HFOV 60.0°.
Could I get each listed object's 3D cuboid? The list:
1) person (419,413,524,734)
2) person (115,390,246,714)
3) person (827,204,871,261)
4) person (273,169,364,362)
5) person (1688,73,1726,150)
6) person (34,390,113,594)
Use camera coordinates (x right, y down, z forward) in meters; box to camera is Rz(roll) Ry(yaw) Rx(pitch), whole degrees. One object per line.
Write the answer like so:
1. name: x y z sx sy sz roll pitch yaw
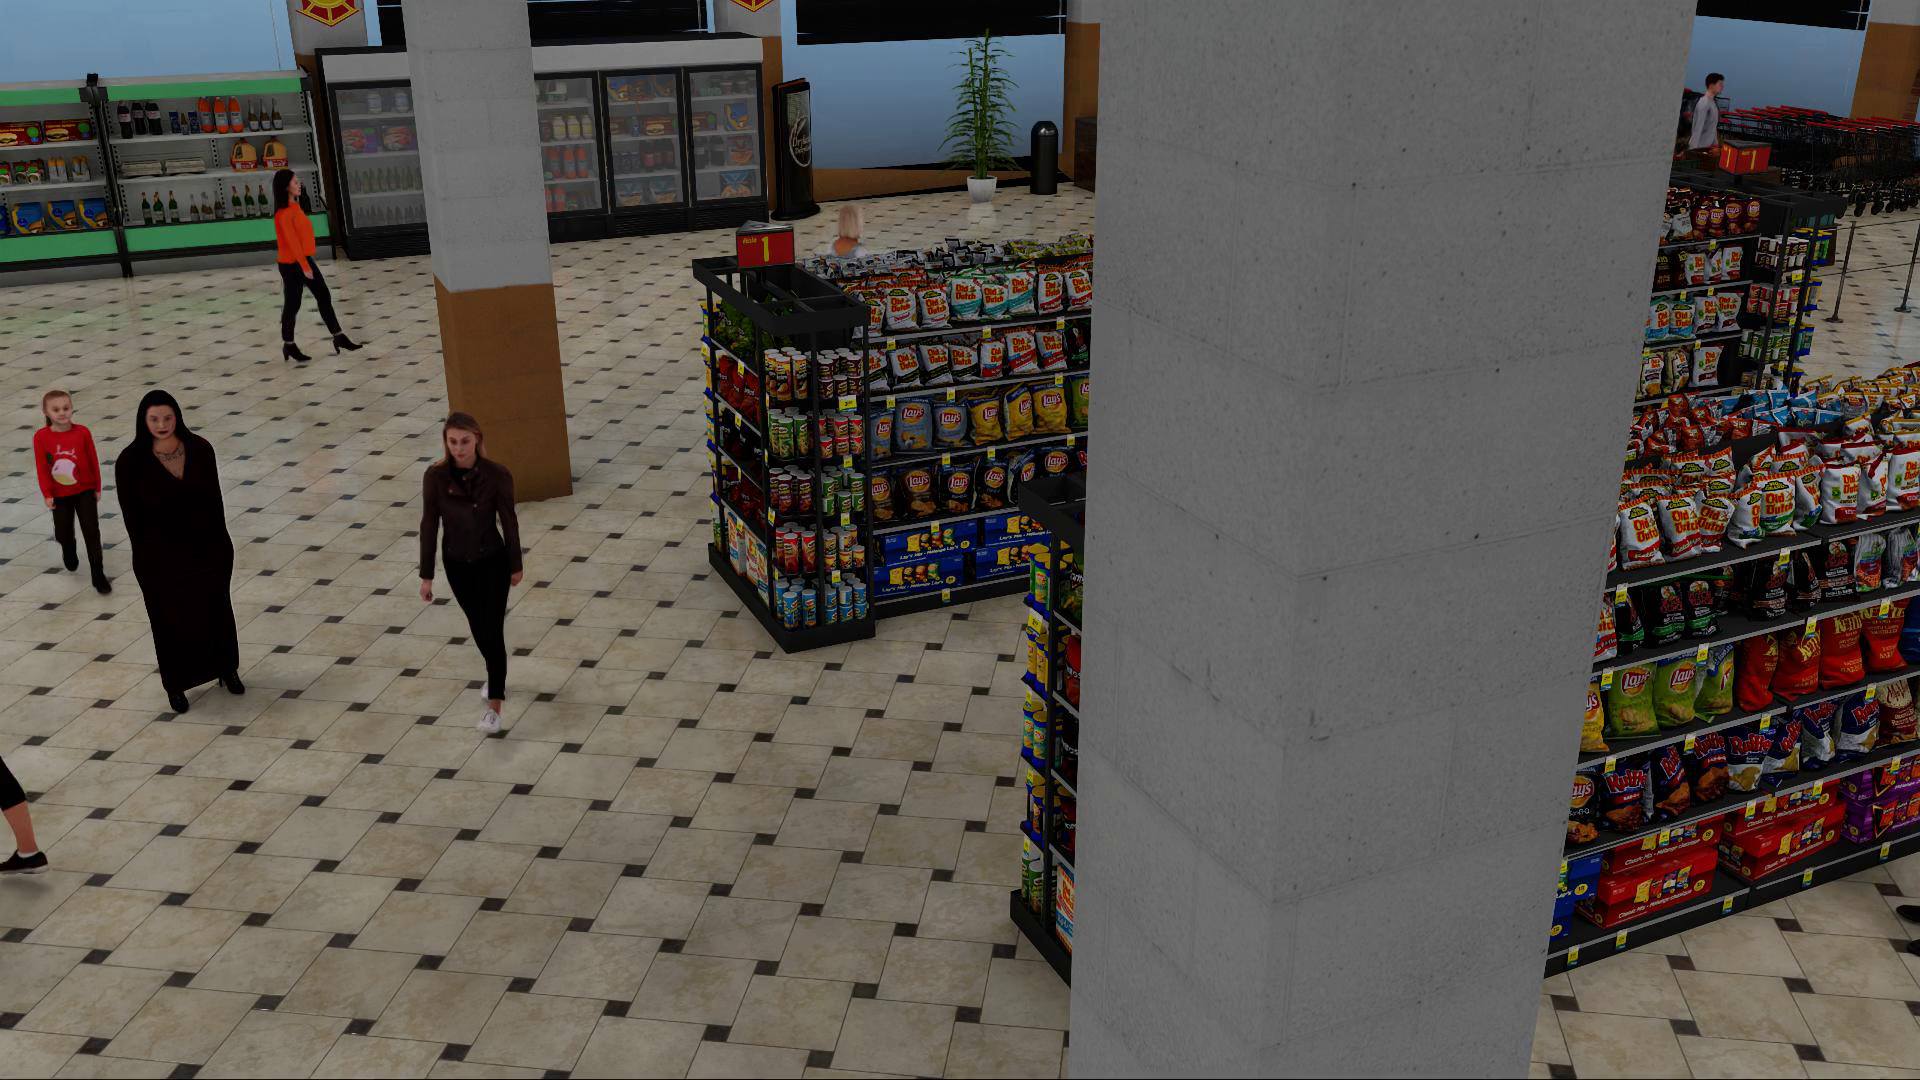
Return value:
1. person: -2.510 0.122 8.696 1.086 1.658 0.990 1 22 2
2. person: -4.107 0.046 8.758 0.654 1.752 0.795 -19 29 -40
3. person: -0.948 -1.793 13.396 1.014 1.708 1.150 11 24 25
4. person: -6.071 -2.448 15.010 1.008 1.720 0.827 -1 22 -2
5. person: 9.372 -5.015 21.281 1.116 1.806 1.161 13 25 29
6. person: -5.508 -0.310 10.291 0.726 1.270 0.626 -15 26 -32
